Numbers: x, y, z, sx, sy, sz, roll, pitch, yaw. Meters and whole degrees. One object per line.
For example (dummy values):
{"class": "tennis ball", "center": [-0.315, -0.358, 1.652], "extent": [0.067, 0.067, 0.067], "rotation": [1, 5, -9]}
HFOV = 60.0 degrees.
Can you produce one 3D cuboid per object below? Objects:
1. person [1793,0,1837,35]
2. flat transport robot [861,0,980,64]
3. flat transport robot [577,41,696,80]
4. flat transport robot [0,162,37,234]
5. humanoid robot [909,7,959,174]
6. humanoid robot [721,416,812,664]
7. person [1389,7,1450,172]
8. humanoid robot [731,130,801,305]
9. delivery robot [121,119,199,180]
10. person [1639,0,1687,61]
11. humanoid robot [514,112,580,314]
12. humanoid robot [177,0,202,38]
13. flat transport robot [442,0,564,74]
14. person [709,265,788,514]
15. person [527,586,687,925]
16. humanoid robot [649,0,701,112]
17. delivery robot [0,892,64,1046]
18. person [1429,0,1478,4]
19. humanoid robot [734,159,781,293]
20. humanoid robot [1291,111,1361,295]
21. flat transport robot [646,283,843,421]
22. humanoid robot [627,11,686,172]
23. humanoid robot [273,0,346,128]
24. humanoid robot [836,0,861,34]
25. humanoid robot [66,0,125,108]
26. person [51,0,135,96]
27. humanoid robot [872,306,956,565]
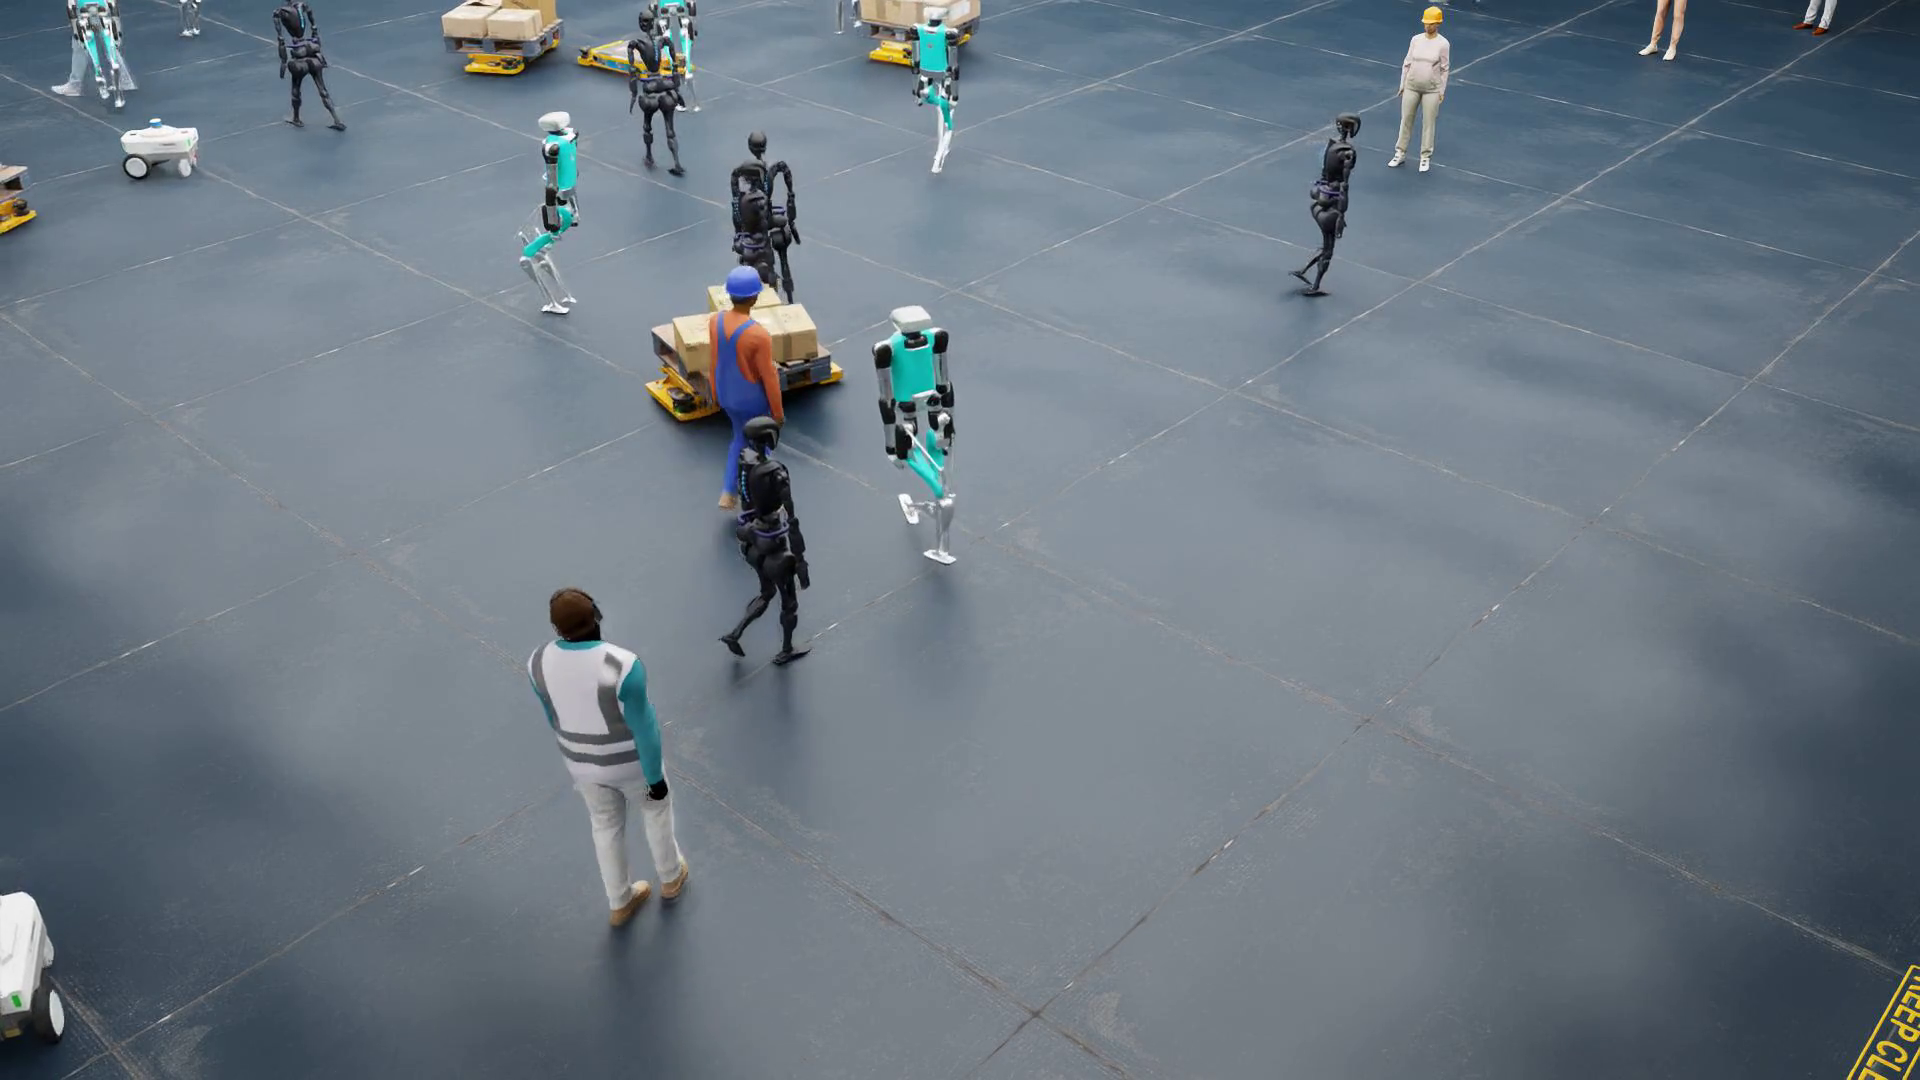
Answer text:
{"class": "person", "center": [11.504, -7.634, 21.965], "extent": [0.367, 1.836, 0.503], "rotation": [-13, 34, -20]}
{"class": "flat transport robot", "center": [-0.518, -6.444, 21.531], "extent": [0.659, 0.231, 1.431], "rotation": [17, 36, 26]}
{"class": "flat transport robot", "center": [-4.058, -6.002, 20.819], "extent": [1.431, 0.231, 0.659], "rotation": [21, 38, 30]}
{"class": "flat transport robot", "center": [-9.897, -3.193, 16.296], "extent": [1.431, 0.231, 0.659], "rotation": [7, 32, 11]}
{"class": "humanoid robot", "center": [-0.191, -4.711, 17.333], "extent": [0.547, 1.732, 0.975], "rotation": [13, 34, 19]}
{"class": "humanoid robot", "center": [-1.158, 0.035, 9.765], "extent": [0.471, 1.642, 0.600], "rotation": [-25, 40, -34]}
{"class": "person", "center": [4.840, -4.714, 17.389], "extent": [0.482, 1.696, 0.311], "rotation": [16, 35, 24]}
{"class": "humanoid robot", "center": [-1.636, -2.635, 14.067], "extent": [0.589, 1.643, 0.373], "rotation": [-12, 34, -19]}
{"class": "delivery robot", "center": [-8.450, -4.120, 17.536], "extent": [0.785, 0.614, 0.520], "rotation": [-4, 32, -7]}
{"class": "person", "center": [9.016, -7.015, 20.928], "extent": [0.351, 1.875, 0.508], "rotation": [-26, 40, -35]}
{"class": "humanoid robot", "center": [-3.560, -2.796, 14.261], "extent": [0.700, 1.771, 0.530], "rotation": [6, 32, 10]}
{"class": "humanoid robot", "center": [-10.315, -7.458, 21.755], "extent": [0.847, 1.744, 0.563], "rotation": [25, 40, 34]}
{"class": "flat transport robot", "center": [-5.756, -6.222, 21.173], "extent": [0.659, 0.231, 1.431], "rotation": [5, 32, 8]}
{"class": "person", "center": [-1.419, -0.953, 11.145], "extent": [0.552, 1.895, 0.427], "rotation": [19, 36, 27]}
{"class": "person", "center": [-1.692, 1.037, 8.032], "extent": [0.685, 1.802, 0.489], "rotation": [8, 33, 13]}
{"class": "humanoid robot", "center": [-3.258, -5.749, 19.029], "extent": [0.552, 1.807, 0.697], "rotation": [-5, 32, -8]}
{"class": "delivery robot", "center": [-4.438, 2.012, 7.651], "extent": [0.499, 0.603, 0.782], "rotation": [-11, 33, -17]}
{"class": "person", "center": [7.003, -8.349, 23.158], "extent": [0.558, 1.790, 0.657], "rotation": [-24, 39, -33]}
{"class": "humanoid robot", "center": [-1.639, -2.292, 13.516], "extent": [0.320, 1.663, 0.608], "rotation": [-14, 34, -21]}
{"class": "humanoid robot", "center": [3.237, -2.933, 14.544], "extent": [0.363, 1.635, 0.616], "rotation": [-4, 32, -7]}
{"class": "flat transport robot", "center": [-1.716, -1.311, 13.265], "extent": [1.431, 0.231, 0.659], "rotation": [-19, 36, -27]}
{"class": "humanoid robot", "center": [-3.179, -4.666, 17.358], "extent": [0.611, 1.625, 0.708], "rotation": [-20, 37, -29]}
{"class": "humanoid robot", "center": [-7.348, -5.406, 18.564], "extent": [0.762, 1.626, 0.613], "rotation": [16, 35, 24]}
{"class": "humanoid robot", "center": [-1.525, -7.589, 22.069], "extent": [0.530, 1.873, 0.781], "rotation": [-6, 32, -9]}
{"class": "humanoid robot", "center": [-9.878, -5.786, 19.092], "extent": [0.557, 1.715, 0.995], "rotation": [-14, 35, -22]}
{"class": "person", "center": [-10.430, -6.183, 19.582], "extent": [0.940, 1.878, 0.610], "rotation": [-9, 33, -14]}
{"class": "humanoid robot", "center": [-0.168, -0.602, 10.763], "extent": [0.536, 1.732, 1.078], "rotation": [-18, 36, -26]}
